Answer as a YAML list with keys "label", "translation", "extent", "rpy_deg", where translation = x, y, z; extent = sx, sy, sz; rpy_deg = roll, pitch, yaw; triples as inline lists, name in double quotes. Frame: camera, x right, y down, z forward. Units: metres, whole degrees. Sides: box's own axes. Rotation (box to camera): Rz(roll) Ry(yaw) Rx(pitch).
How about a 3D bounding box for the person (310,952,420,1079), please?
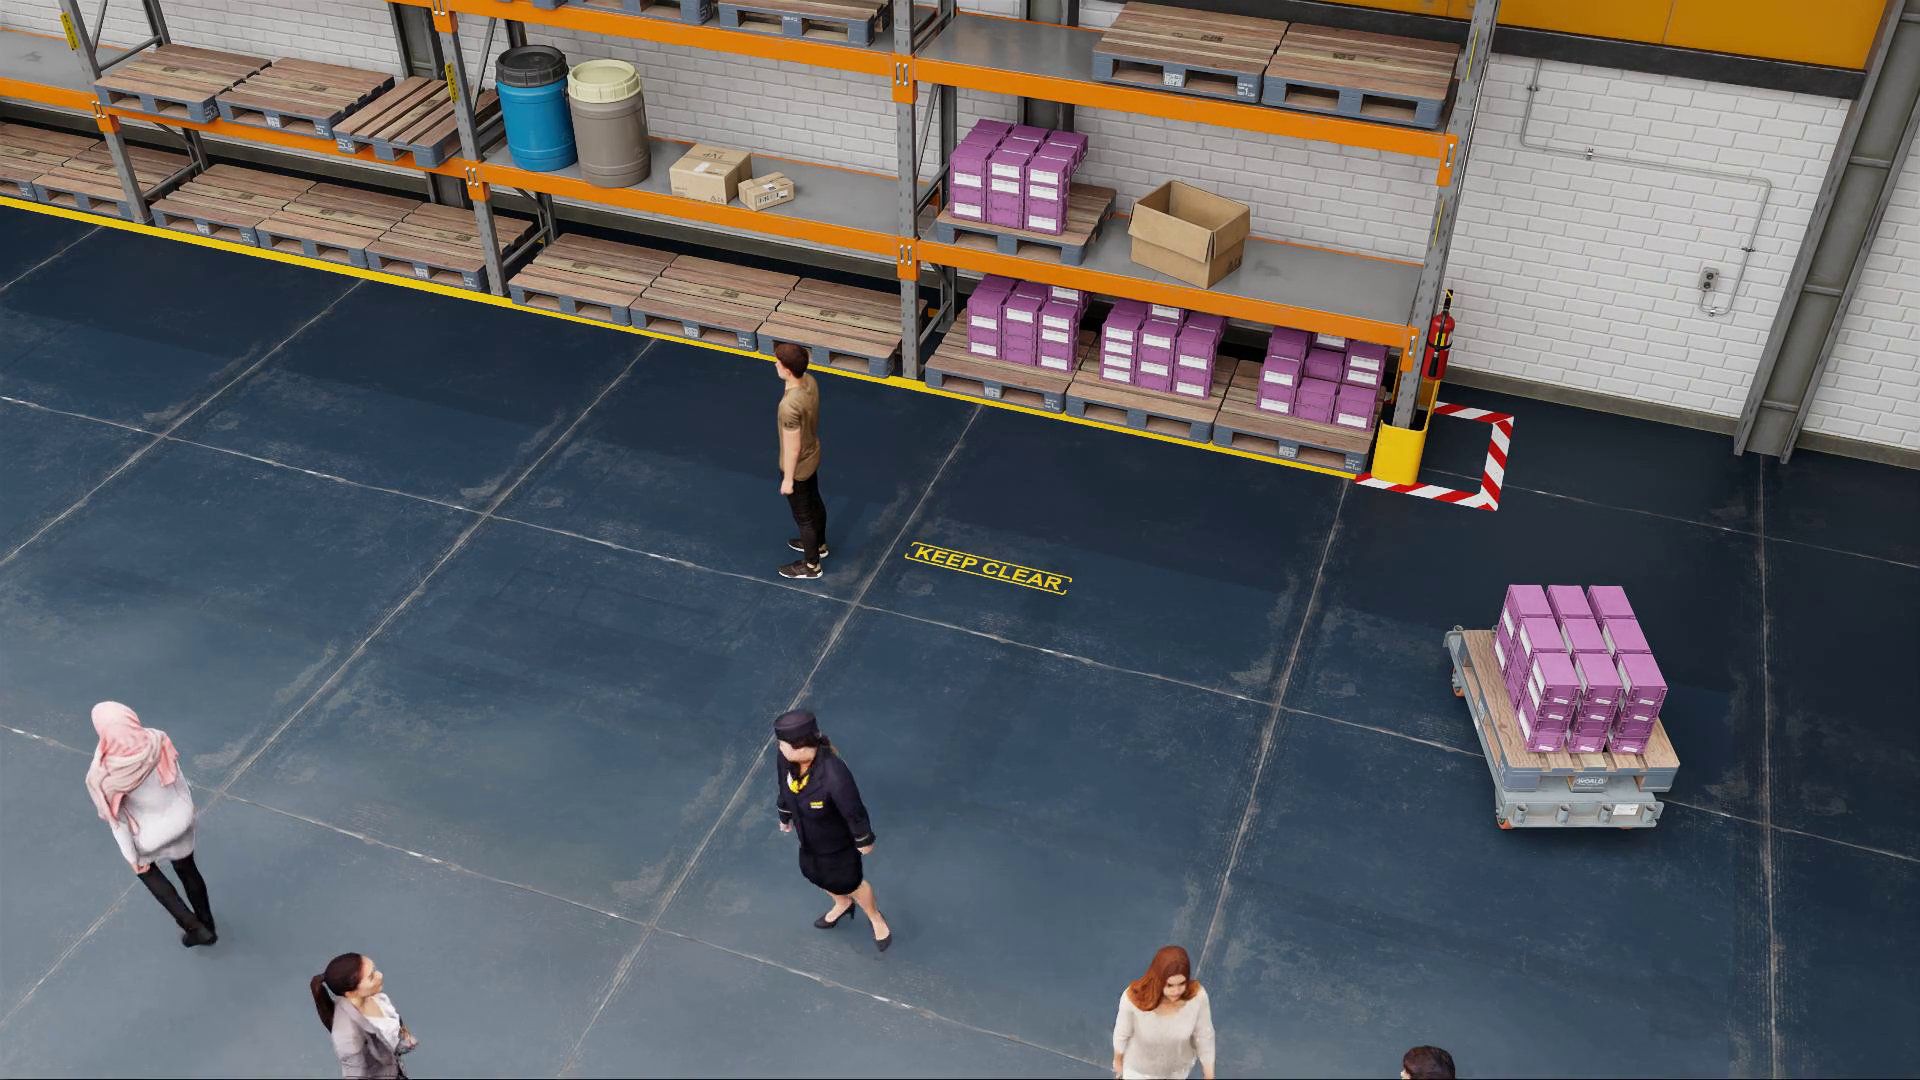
- label: "person"
  translation: [-2.795, 2.517, 7.766]
  extent: [0.775, 1.663, 0.750]
  rpy_deg: [-8, 39, -10]

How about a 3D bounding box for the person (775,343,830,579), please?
- label: "person"
  translation: [-1.101, -0.550, 11.456]
  extent: [0.616, 1.852, 0.702]
  rpy_deg: [6, 39, 8]

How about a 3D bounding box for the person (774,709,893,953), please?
- label: "person"
  translation: [-0.651, 1.572, 8.969]
  extent: [0.732, 1.638, 0.949]
  rpy_deg: [17, 42, 21]

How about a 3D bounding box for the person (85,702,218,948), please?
- label: "person"
  translation: [-4.202, 1.569, 8.849]
  extent: [0.772, 1.794, 0.729]
  rpy_deg: [26, 45, 29]

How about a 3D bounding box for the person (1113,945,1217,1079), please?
- label: "person"
  translation: [0.928, 2.396, 7.903]
  extent: [1.023, 1.682, 0.964]
  rpy_deg: [-7, 39, -8]
